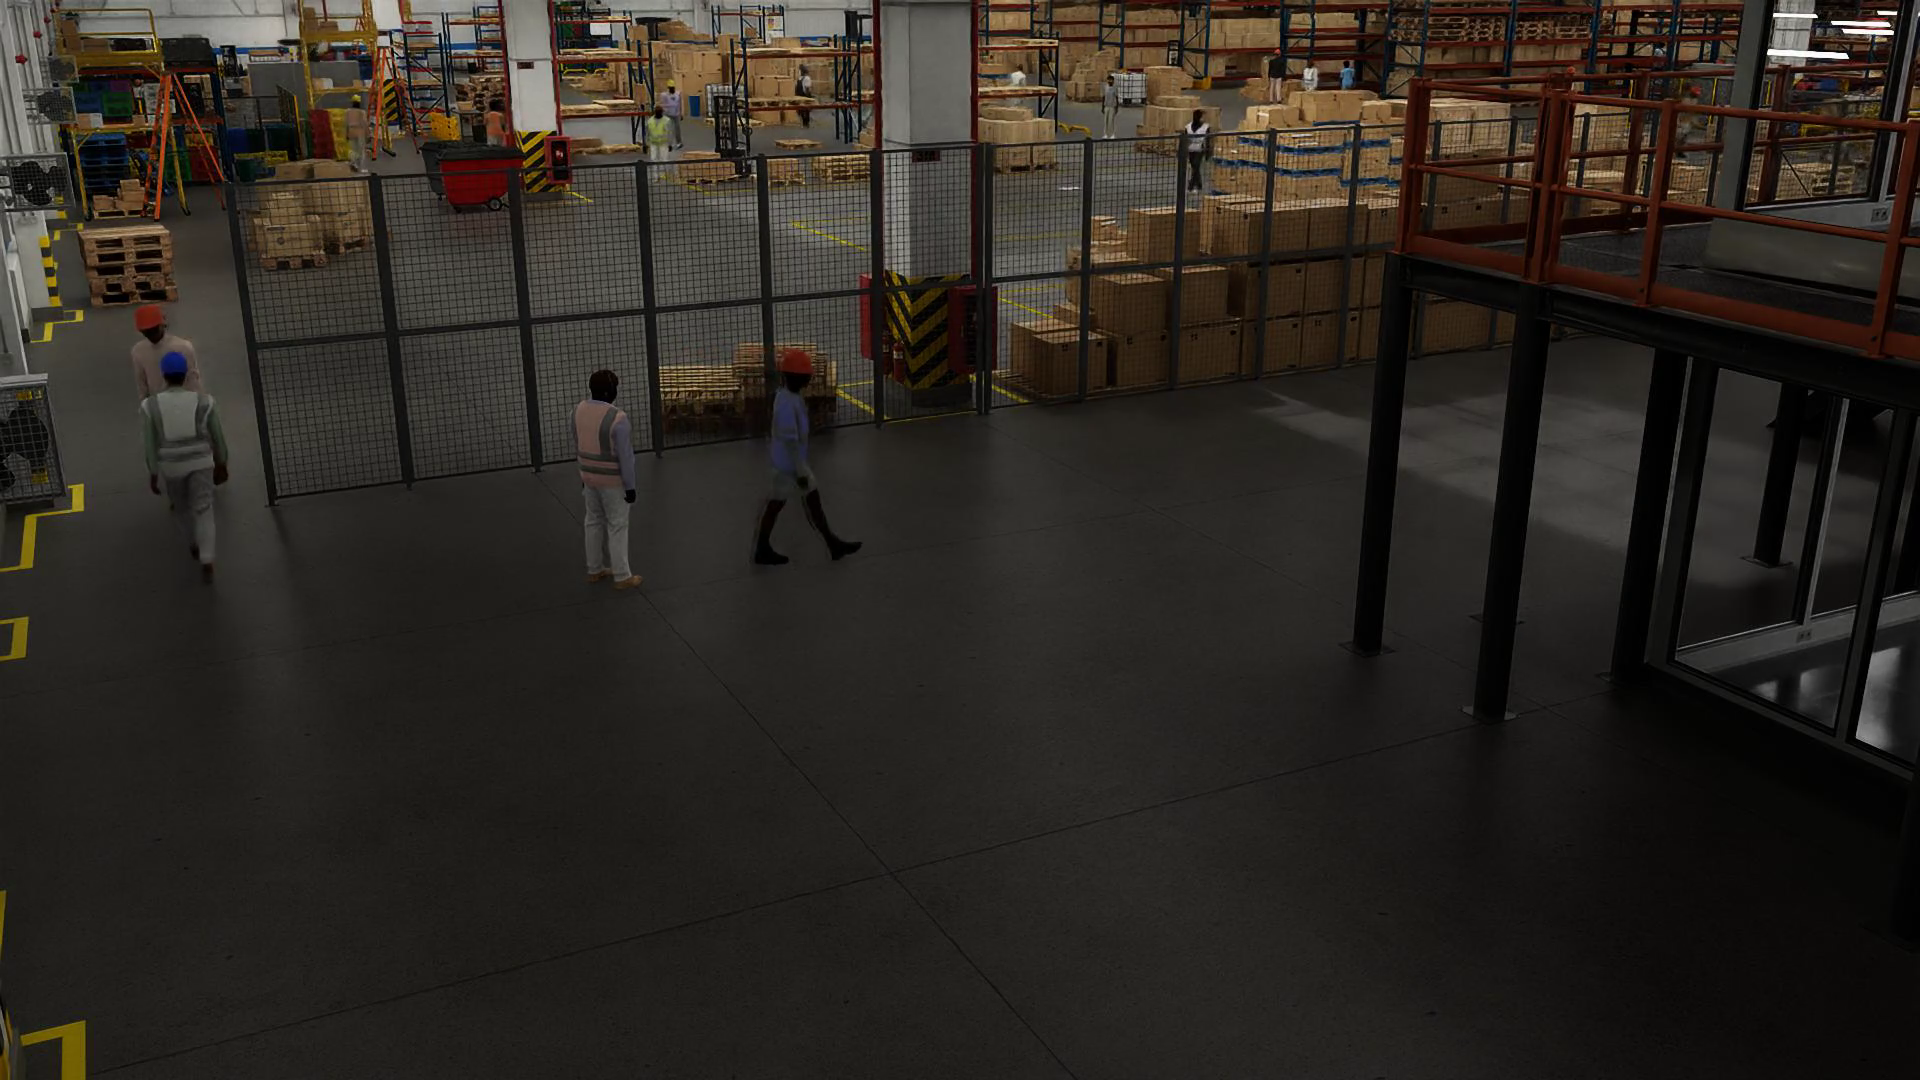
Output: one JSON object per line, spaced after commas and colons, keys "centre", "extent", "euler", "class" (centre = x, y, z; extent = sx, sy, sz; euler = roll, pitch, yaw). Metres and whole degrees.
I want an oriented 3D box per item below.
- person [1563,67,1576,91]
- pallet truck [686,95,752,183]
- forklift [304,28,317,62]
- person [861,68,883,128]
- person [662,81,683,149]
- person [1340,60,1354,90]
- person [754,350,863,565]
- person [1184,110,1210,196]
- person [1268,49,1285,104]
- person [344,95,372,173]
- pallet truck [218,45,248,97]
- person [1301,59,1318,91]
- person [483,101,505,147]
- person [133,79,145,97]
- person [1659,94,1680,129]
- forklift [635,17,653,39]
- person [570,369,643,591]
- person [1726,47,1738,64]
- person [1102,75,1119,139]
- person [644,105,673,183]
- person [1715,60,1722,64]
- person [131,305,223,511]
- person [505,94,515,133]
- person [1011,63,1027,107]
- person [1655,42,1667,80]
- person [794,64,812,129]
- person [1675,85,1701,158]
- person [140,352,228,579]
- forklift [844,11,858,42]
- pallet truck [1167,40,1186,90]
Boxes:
{"centre": [19.201, -13.949, 52.531], "extent": [0.551, 1.934, 0.373], "euler": [-17, 25, -40], "class": "person"}
{"centre": [-5.836, -9.608, 39.856], "extent": [0.823, 1.965, 1.885], "euler": [10, 22, 27], "class": "pallet truck"}
{"centre": [-23.502, -17.147, 60.375], "extent": [1.873, 2.768, 1.129], "euler": [-9, 21, -25], "class": "forklift"}
{"centre": [-2.707, -14.056, 52.895], "extent": [0.869, 1.912, 0.630], "euler": [-9, 21, -24], "class": "person"}
{"centre": [-8.127, -12.054, 47.130], "extent": [0.606, 1.875, 1.019], "euler": [-7, 20, -18], "class": "person"}
{"centre": [14.218, -16.735, 61.003], "extent": [0.557, 1.680, 0.549], "euler": [-3, 19, -9], "class": "person"}
{"centre": [-1.341, -0.679, 14.139], "extent": [0.988, 1.882, 0.568], "euler": [2, 19, 7], "class": "person"}
{"centre": [5.285, -8.741, 37.559], "extent": [0.612, 1.863, 1.002], "euler": [15, 24, 37], "class": "person"}
{"centre": [11.857, -17.354, 62.325], "extent": [0.624, 1.984, 0.396], "euler": [6, 20, 16], "class": "person"}
{"centre": [-14.977, -10.104, 41.416], "extent": [0.629, 1.911, 0.422], "euler": [3, 19, 10], "class": "person"}
{"centre": [-28.879, -18.665, 66.111], "extent": [0.823, 1.965, 1.885], "euler": [-3, 19, -9], "class": "pallet truck"}
{"centre": [12.149, -15.831, 58.083], "extent": [0.571, 1.867, 0.605], "euler": [-17, 25, -40], "class": "person"}
{"centre": [-11.933, -10.419, 42.725], "extent": [0.536, 1.668, 0.790], "euler": [-9, 21, -23], "class": "person"}
{"centre": [-25.329, -13.408, 51.426], "extent": [0.523, 1.631, 0.323], "euler": [6, 20, 18], "class": "person"}
{"centre": [19.644, -11.543, 46.100], "extent": [0.591, 1.575, 0.872], "euler": [0, 19, -1], "class": "person"}
{"centre": [-13.811, -21.492, 72.973], "extent": [1.873, 2.768, 1.129], "euler": [7, 20, 21], "class": "forklift"}
{"centre": [-2.902, -0.498, 13.703], "extent": [0.624, 1.835, 0.431], "euler": [13, 23, 33], "class": "person"}
{"centre": [32.335, -19.734, 69.631], "extent": [0.874, 1.714, 0.550], "euler": [-8, 21, -21], "class": "person"}
{"centre": [4.483, -12.949, 49.755], "extent": [0.509, 1.860, 0.333], "euler": [8, 20, 21], "class": "person"}
{"centre": [-7.176, -9.412, 39.557], "extent": [0.671, 1.819, 0.447], "euler": [1, 19, 4], "class": "person"}
{"centre": [25.604, -15.263, 56.363], "extent": [0.429, 1.917, 0.562], "euler": [-8, 21, -23], "class": "person"}
{"centre": [-7.433, -1.293, 15.808], "extent": [0.651, 1.964, 0.702], "euler": [1, 19, 2], "class": "person"}
{"centre": [-11.312, -10.396, 42.340], "extent": [0.859, 1.876, 0.645], "euler": [0, 19, 1], "class": "person"}
{"centre": [1.890, -14.795, 55.035], "extent": [0.903, 1.916, 0.643], "euler": [-13, 23, -34], "class": "person"}
{"centre": [31.905, -21.828, 75.753], "extent": [0.534, 1.676, 0.385], "euler": [12, 22, 31], "class": "person"}
{"centre": [-4.981, -14.041, 52.641], "extent": [0.561, 2.000, 0.705], "euler": [-9, 21, -25], "class": "person"}
{"centre": [19.611, -11.254, 44.760], "extent": [0.546, 1.912, 0.439], "euler": [-13, 23, -33], "class": "person"}
{"centre": [-6.507, -0.640, 14.025], "extent": [0.628, 1.886, 1.021], "euler": [-7, 20, -21], "class": "person"}
{"centre": [-5.453, -25.087, 83.393], "extent": [1.873, 2.768, 1.129], "euler": [-9, 21, -25], "class": "forklift"}
{"centre": [9.045, -19.971, 69.895], "extent": [0.823, 1.965, 1.885], "euler": [-3, 19, -8], "class": "pallet truck"}
